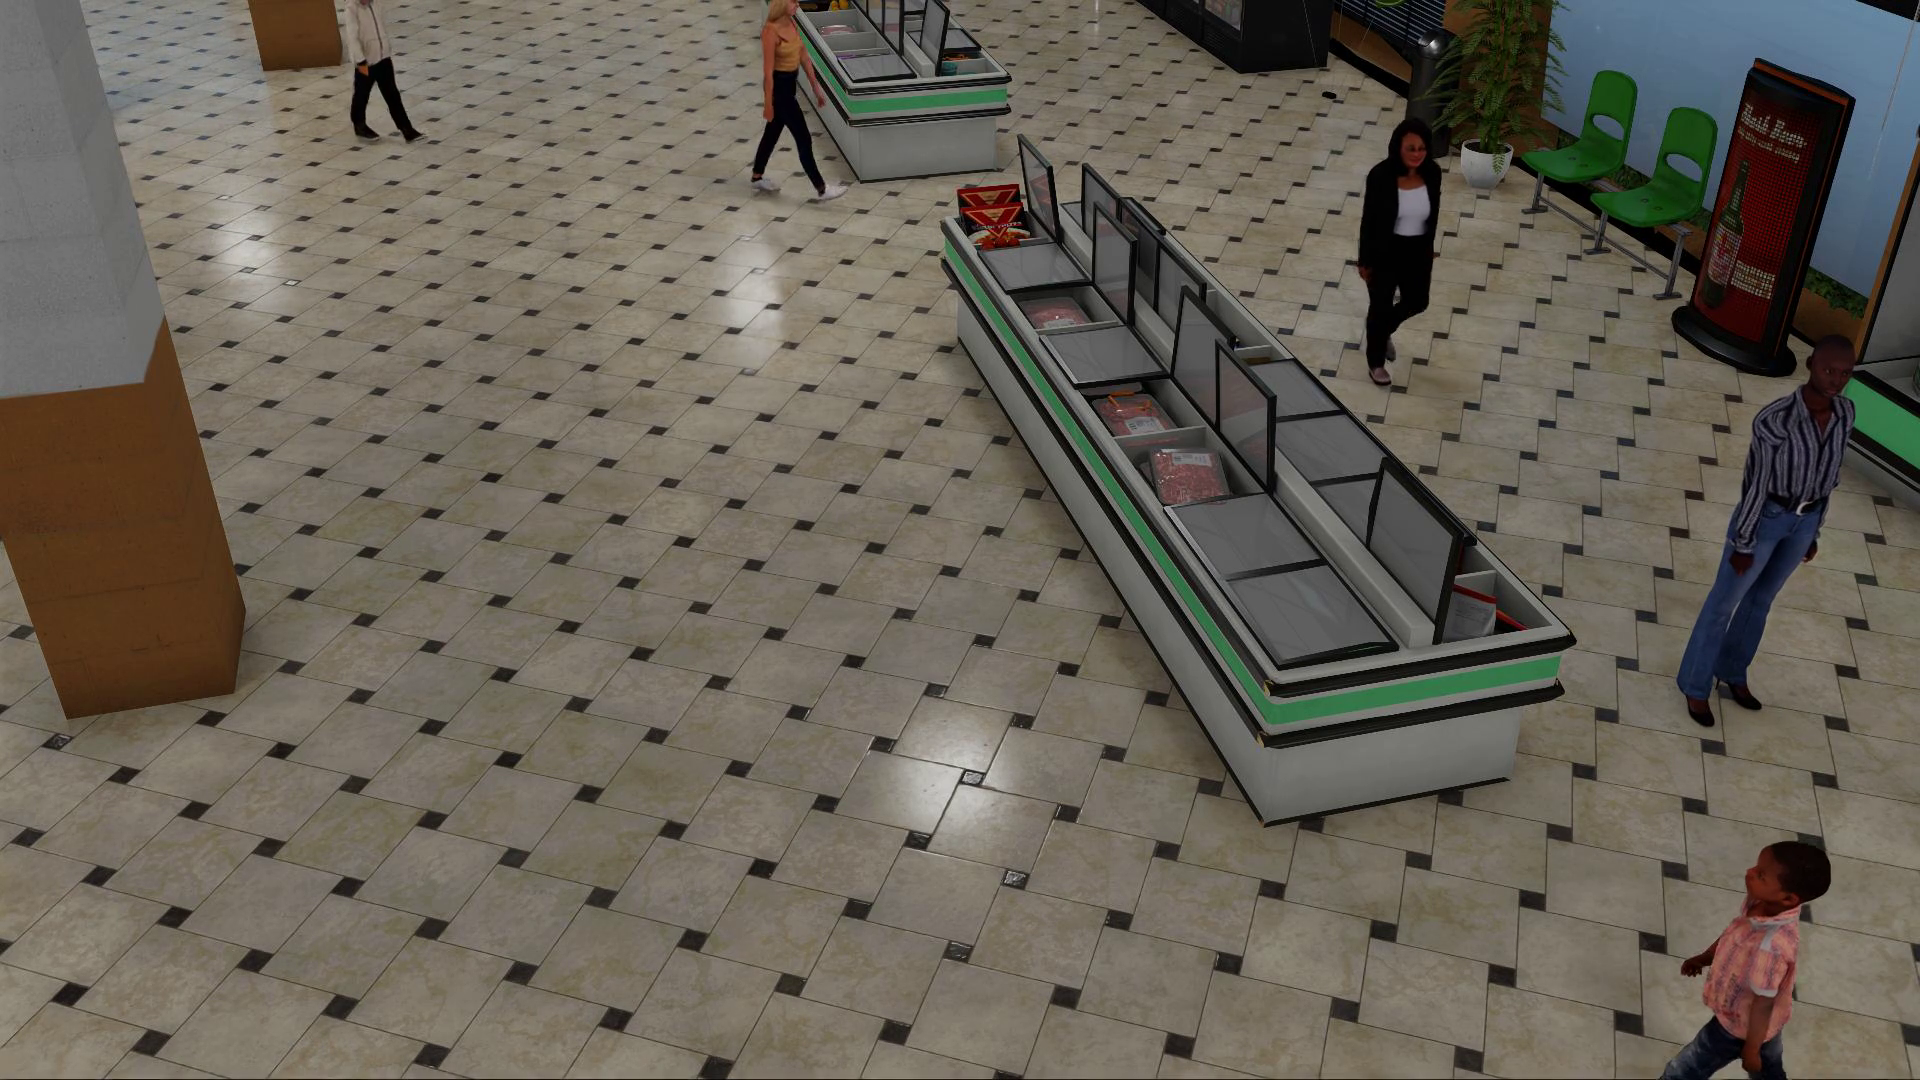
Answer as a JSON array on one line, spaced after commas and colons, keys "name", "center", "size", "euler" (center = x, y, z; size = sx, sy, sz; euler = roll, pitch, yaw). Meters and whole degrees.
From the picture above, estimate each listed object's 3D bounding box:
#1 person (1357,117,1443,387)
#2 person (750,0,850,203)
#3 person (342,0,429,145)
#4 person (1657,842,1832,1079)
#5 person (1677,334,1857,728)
[{"name": "person", "center": [2.543, -1.726, 9.821], "size": [0.647, 1.608, 0.676], "euler": [-8, 33, -13]}, {"name": "person", "center": [-1.392, -3.310, 12.399], "size": [1.047, 1.575, 1.096], "euler": [12, 34, 19]}, {"name": "person", "center": [-4.841, -3.912, 13.511], "size": [1.023, 1.422, 0.985], "euler": [15, 35, 23]}, {"name": "person", "center": [2.458, 1.445, 5.049], "size": [0.926, 1.267, 0.884], "euler": [16, 35, 23]}, {"name": "person", "center": [3.381, -0.043, 6.941], "size": [0.629, 1.794, 0.549], "euler": [-11, 34, -17]}]
